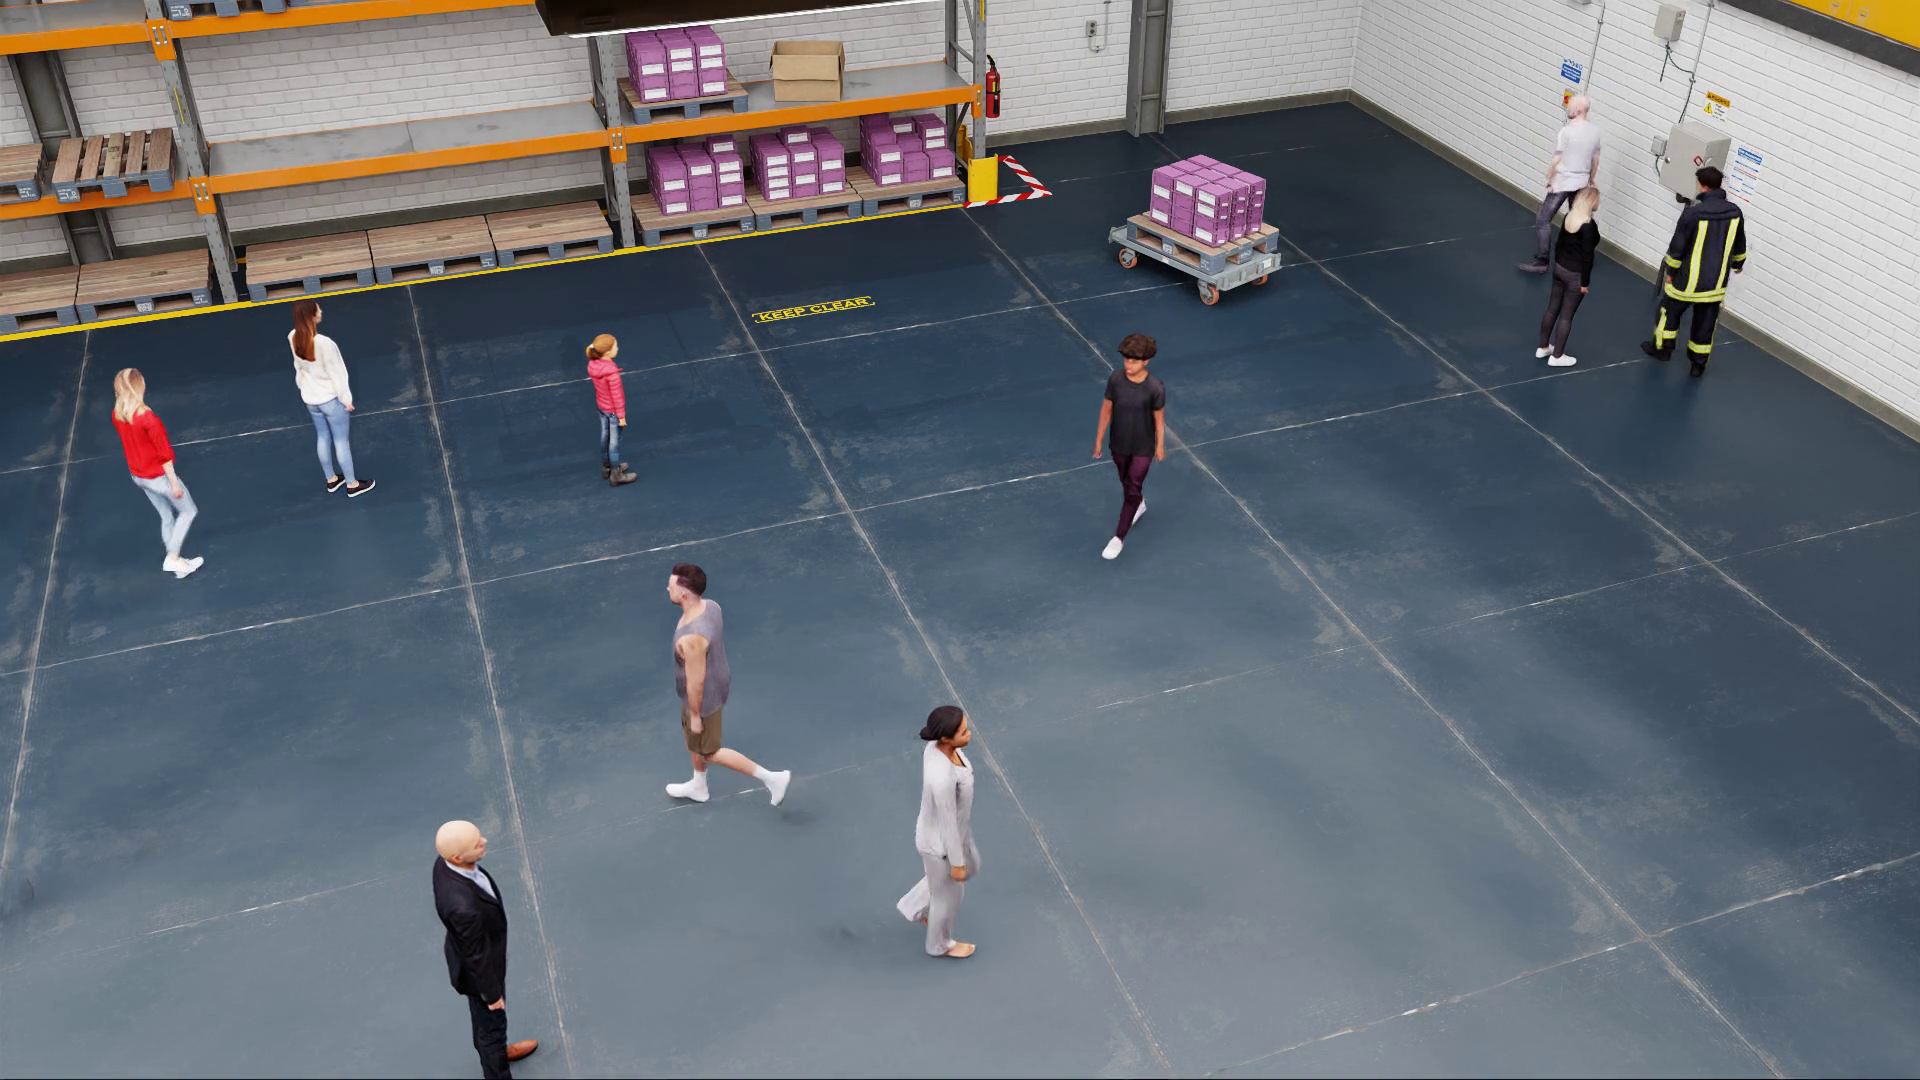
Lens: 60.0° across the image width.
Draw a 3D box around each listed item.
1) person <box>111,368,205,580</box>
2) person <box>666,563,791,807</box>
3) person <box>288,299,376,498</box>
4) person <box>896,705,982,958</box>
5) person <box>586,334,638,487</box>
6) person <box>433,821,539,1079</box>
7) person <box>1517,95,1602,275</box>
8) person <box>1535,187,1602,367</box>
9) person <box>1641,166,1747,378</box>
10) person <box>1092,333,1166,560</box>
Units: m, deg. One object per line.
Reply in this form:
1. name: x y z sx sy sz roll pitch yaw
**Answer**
1. person: -5.955 -0.418 12.166 0.761 1.688 0.823 17 37 24
2. person: -1.461 0.939 10.026 1.170 1.821 0.930 4 34 6
3. person: -5.049 -1.134 13.240 0.705 1.692 0.756 16 37 23
4. person: -0.170 1.609 9.085 0.837 1.722 0.778 2 34 3
5. person: -2.845 -1.066 13.478 0.561 1.314 0.555 -22 40 -30
6. person: -2.398 2.091 8.291 0.569 1.800 0.666 -12 36 -18
7. person: 6.209 -3.591 16.824 0.524 1.816 1.091 -6 34 -9
8. person: 5.554 -2.406 15.159 0.542 1.685 0.616 -10 35 -14
9. person: 6.663 -2.371 14.926 0.925 1.885 1.120 3 34 4
10. person: 1.344 -0.782 12.669 1.086 1.738 1.203 18 38 25
